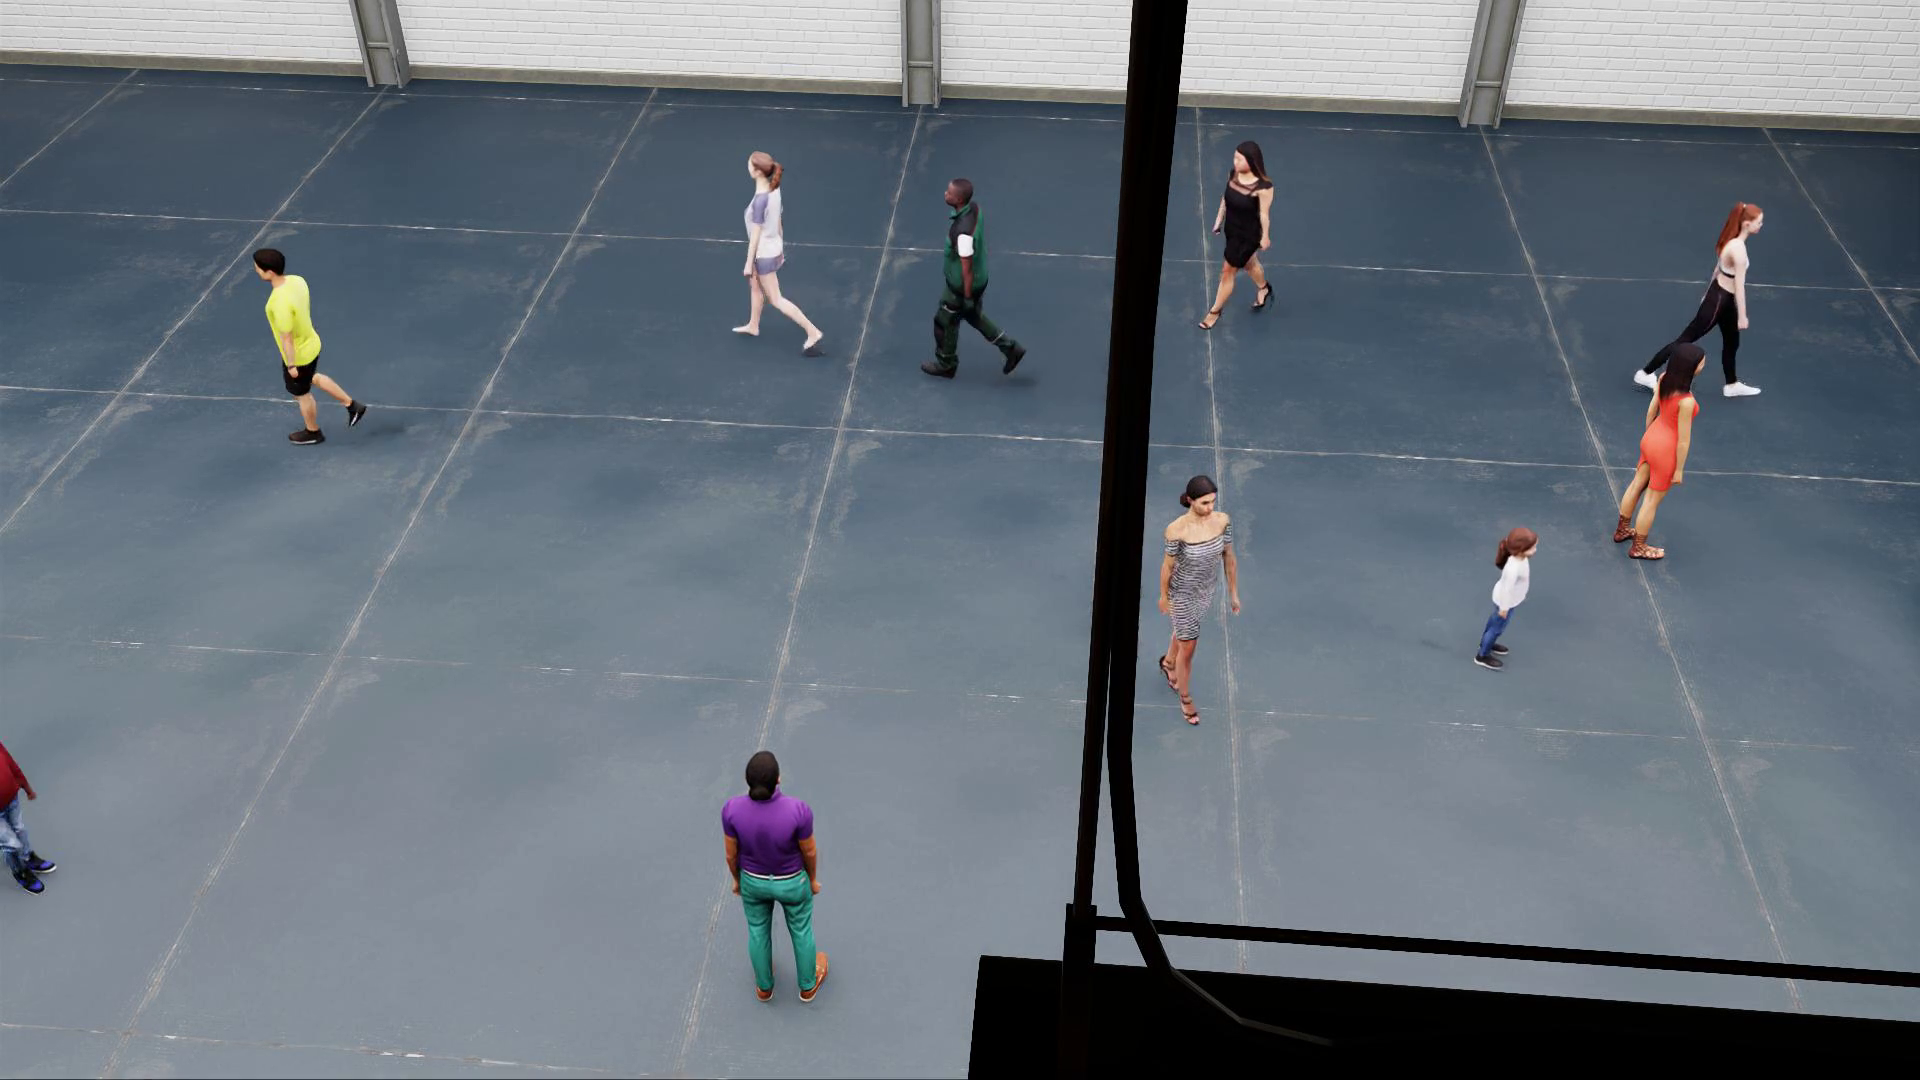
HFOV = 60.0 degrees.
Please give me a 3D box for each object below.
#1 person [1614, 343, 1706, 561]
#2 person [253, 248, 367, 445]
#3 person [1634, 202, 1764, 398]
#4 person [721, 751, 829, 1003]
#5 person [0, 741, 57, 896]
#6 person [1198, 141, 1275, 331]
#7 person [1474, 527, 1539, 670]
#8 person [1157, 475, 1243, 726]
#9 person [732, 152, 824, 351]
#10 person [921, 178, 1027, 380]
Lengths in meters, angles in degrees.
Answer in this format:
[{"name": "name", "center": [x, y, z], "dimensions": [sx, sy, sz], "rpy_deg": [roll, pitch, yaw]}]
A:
[{"name": "person", "center": [4.902, -0.624, 11.623], "dimensions": [0.617, 1.719, 0.643], "rpy_deg": [-7, 39, -9]}, {"name": "person", "center": [-4.979, -1.484, 12.714], "dimensions": [0.856, 1.701, 0.662], "rpy_deg": [1, 39, 1]}, {"name": "person", "center": [5.892, -1.843, 13.173], "dimensions": [1.252, 1.690, 0.792], "rpy_deg": [12, 40, 14]}, {"name": "person", "center": [-0.960, 1.752, 8.608], "dimensions": [0.487, 1.767, 0.677], "rpy_deg": [1, 39, 2]}, {"name": "person", "center": [-5.495, 1.464, 9.385], "dimensions": [0.540, 1.249, 0.542], "rpy_deg": [9, 39, 11]}, {"name": "person", "center": [2.479, -2.597, 14.131], "dimensions": [1.164, 1.672, 1.004], "rpy_deg": [-17, 42, -20]}, {"name": "person", "center": [3.568, 0.348, 10.893], "dimensions": [0.525, 1.110, 0.497], "rpy_deg": [15, 41, 18]}, {"name": "person", "center": [1.395, 0.284, 10.419], "dimensions": [0.849, 1.802, 0.884], "rpy_deg": [-20, 43, -23]}, {"name": "person", "center": [-1.522, -2.344, 13.764], "dimensions": [1.122, 1.735, 0.689], "rpy_deg": [8, 39, 10]}, {"name": "person", "center": [0.127, -2.058, 13.343], "dimensions": [1.132, 1.814, 0.775], "rpy_deg": [7, 39, 9]}]
